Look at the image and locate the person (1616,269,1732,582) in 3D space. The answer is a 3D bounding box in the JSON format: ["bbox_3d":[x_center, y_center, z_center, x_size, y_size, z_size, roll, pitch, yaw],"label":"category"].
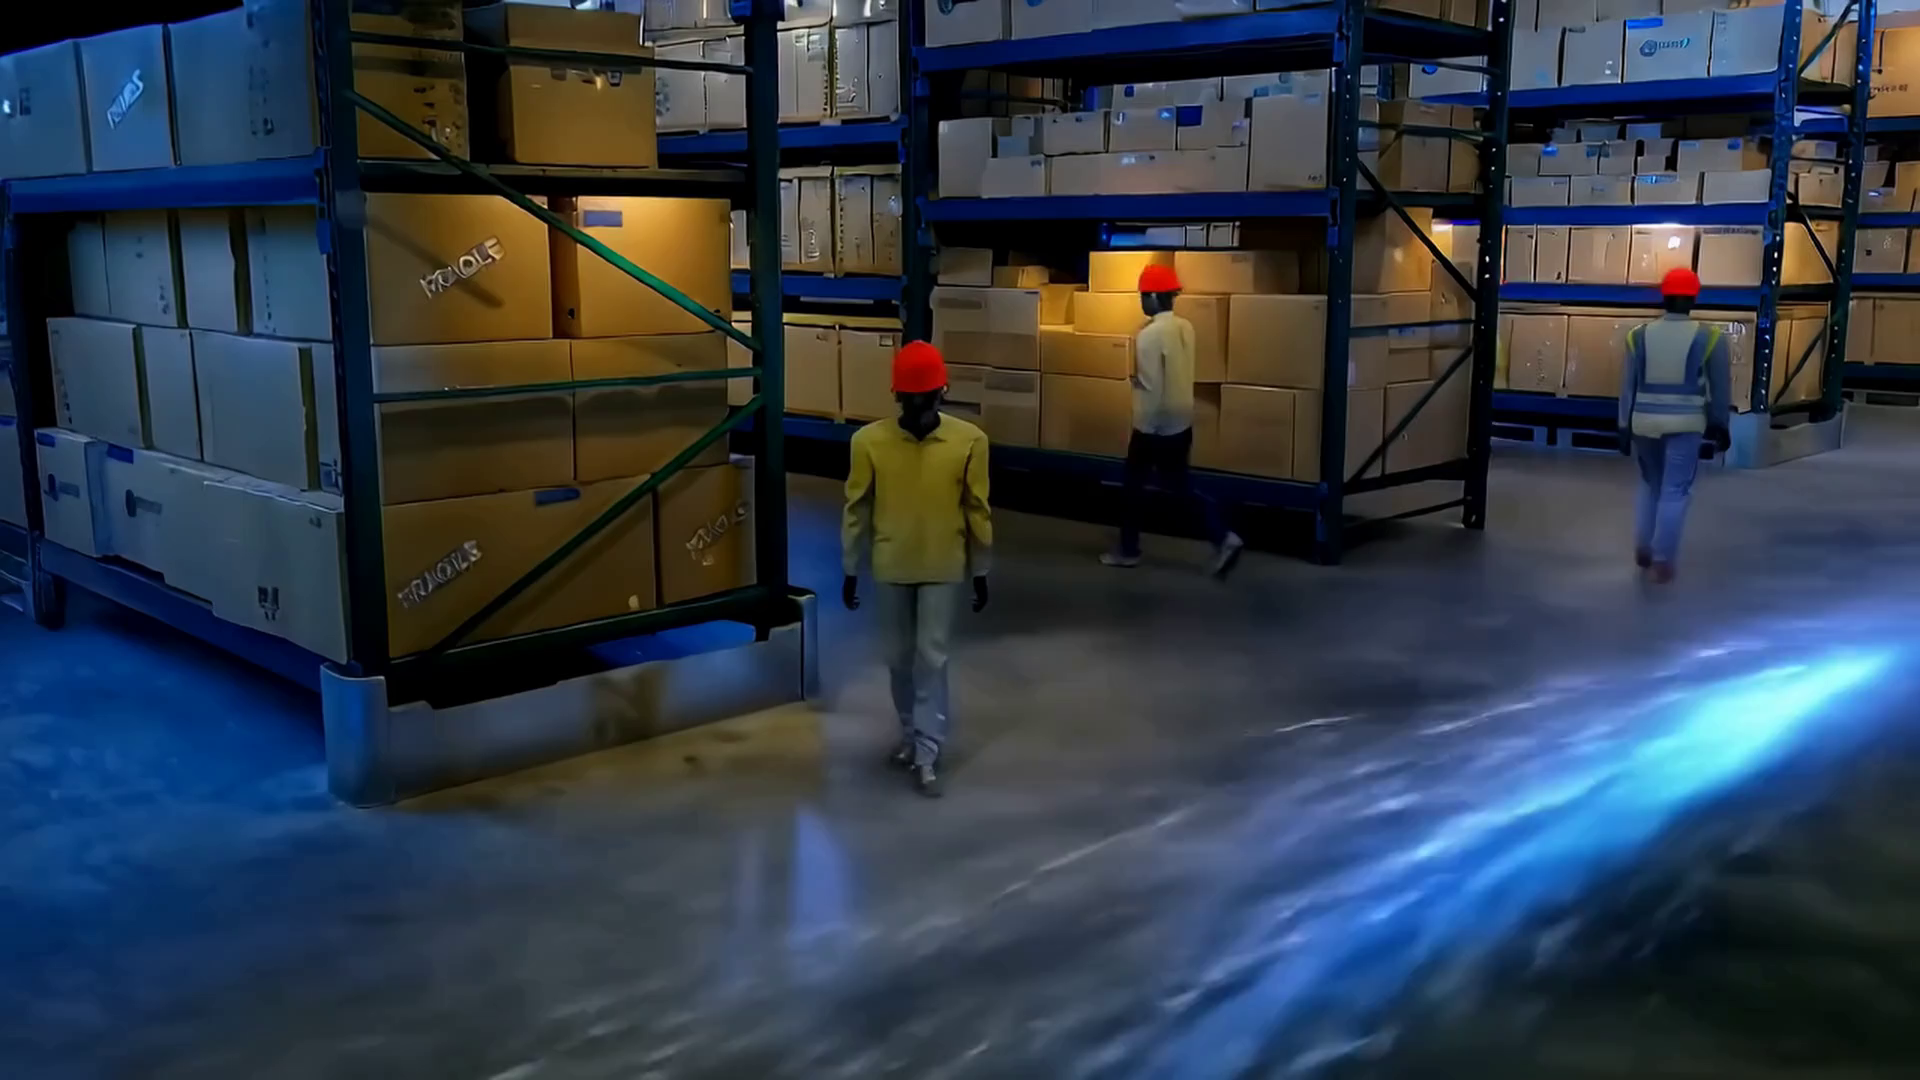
[{"bbox_3d":[4.489,-0.720,10.411,0.635,1.919,0.775,9,14,41],"label":"person"}]

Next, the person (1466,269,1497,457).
[{"bbox_3d":[5.019,-1.696,16.009,0.669,1.806,0.633,8,13,39],"label":"person"}]

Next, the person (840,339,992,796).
[{"bbox_3d":[-0.168,0.095,6.443,0.583,1.741,0.480,0,10,0],"label":"person"}]

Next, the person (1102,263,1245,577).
[{"bbox_3d":[1.343,-0.735,10.372,0.906,1.972,0.635,9,14,39],"label":"person"}]
